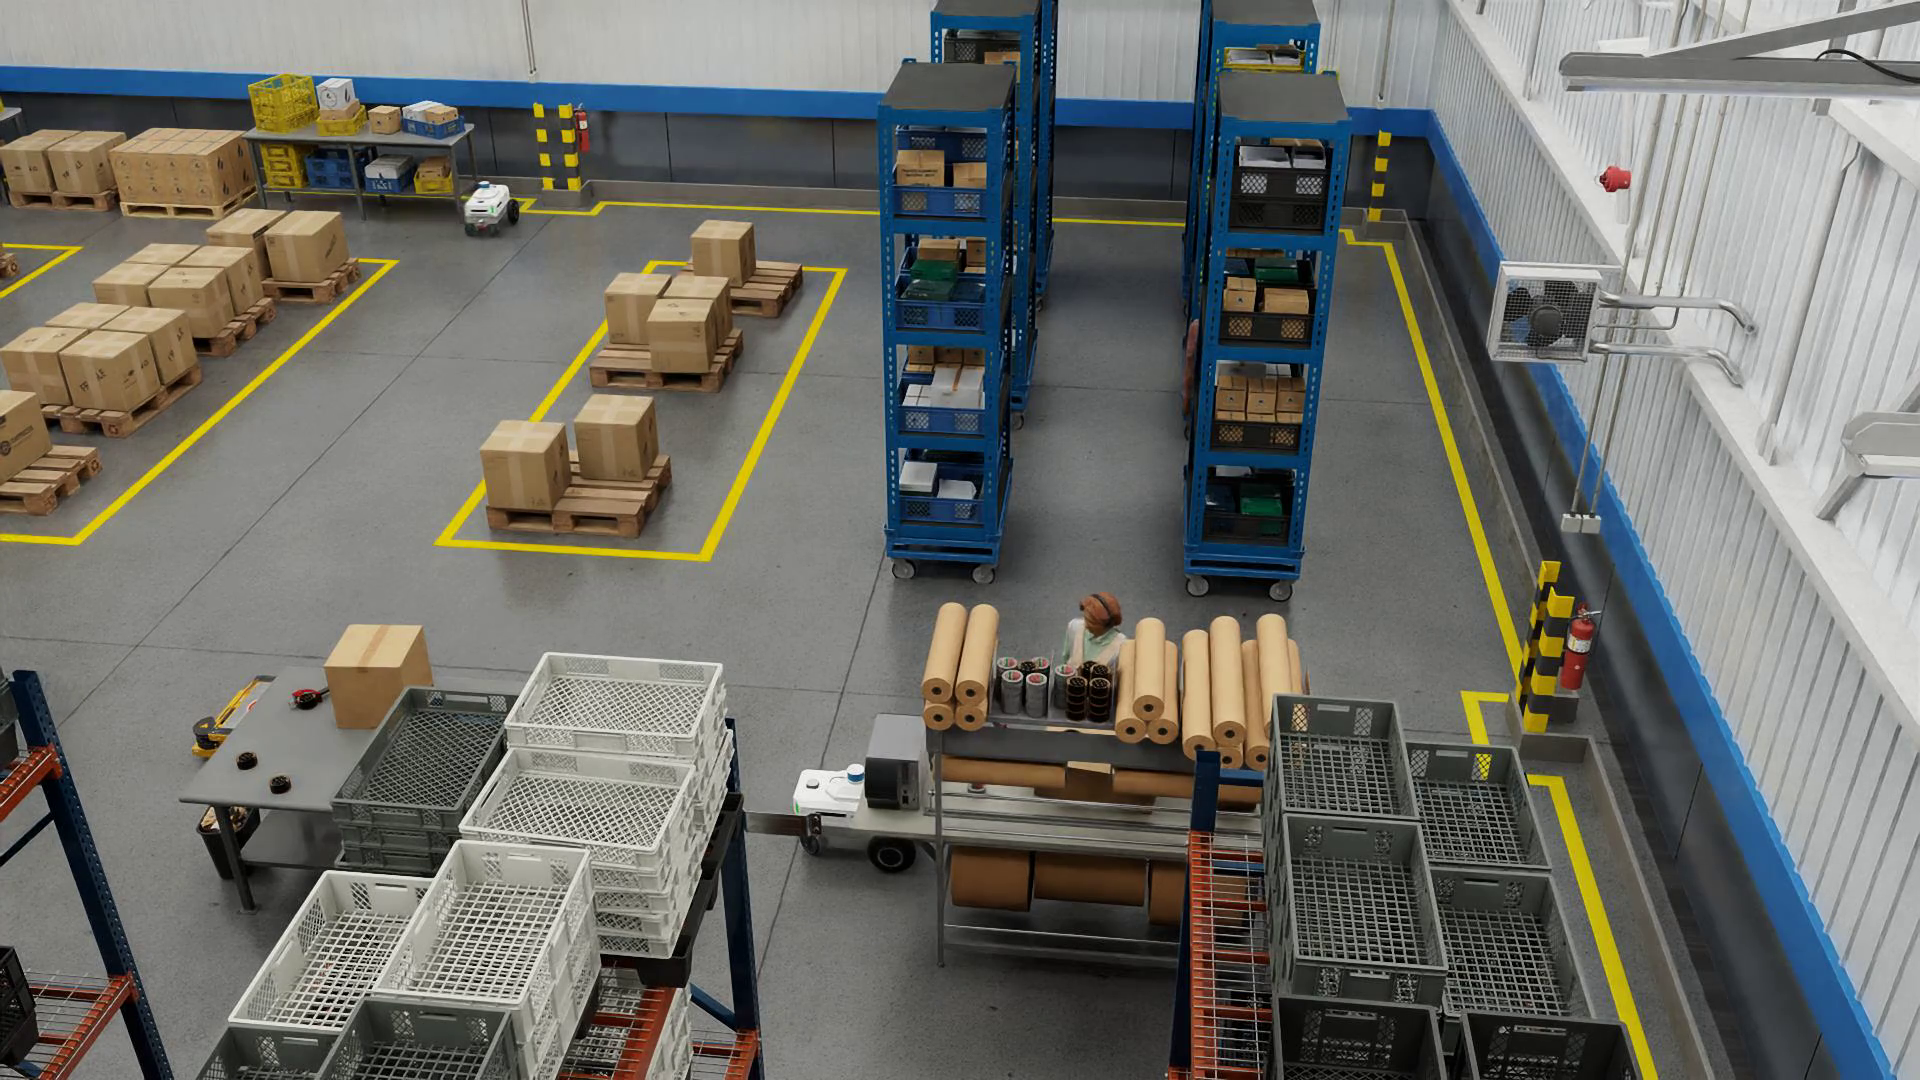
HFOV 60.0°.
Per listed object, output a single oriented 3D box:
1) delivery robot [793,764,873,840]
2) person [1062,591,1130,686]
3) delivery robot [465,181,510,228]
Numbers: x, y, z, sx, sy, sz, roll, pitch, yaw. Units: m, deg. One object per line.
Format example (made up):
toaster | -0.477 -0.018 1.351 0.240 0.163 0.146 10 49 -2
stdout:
delivery robot | -0.600 1.522 9.662 0.707 0.478 0.477 4 31 6
person | 0.788 0.991 9.592 0.514 1.640 0.310 24 38 35
delivery robot | -5.350 -3.813 18.825 0.477 0.478 0.707 1 30 1
